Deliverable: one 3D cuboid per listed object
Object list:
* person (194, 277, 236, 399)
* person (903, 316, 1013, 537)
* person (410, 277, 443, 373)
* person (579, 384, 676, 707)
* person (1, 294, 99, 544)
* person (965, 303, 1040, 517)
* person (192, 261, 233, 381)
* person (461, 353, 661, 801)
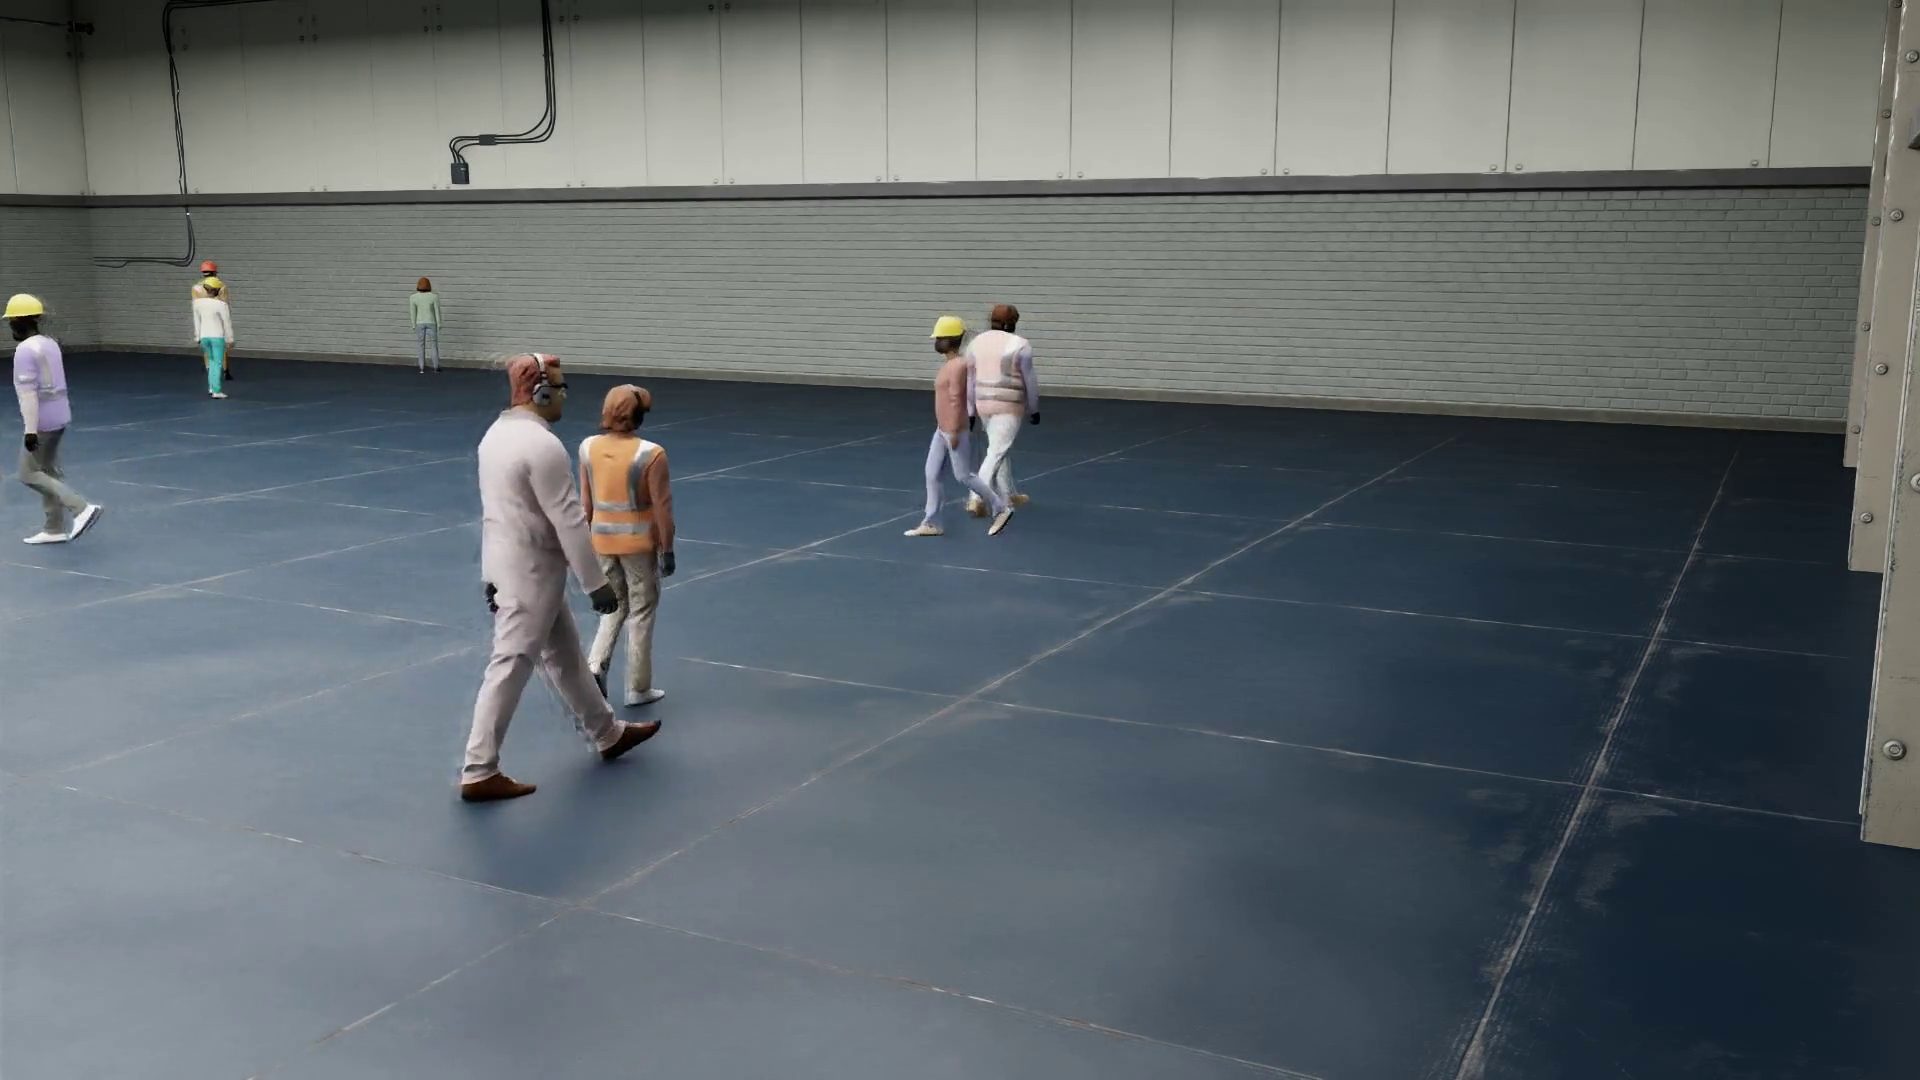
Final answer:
[{"bbox_3d":[-10.716,-2.921,24.025,0.555,1.750,0.488,3,11,14],"label":"person"},{"bbox_3d":[-0.001,-0.877,12.953,0.816,1.734,0.529,-2,11,-13],"label":"person"},{"bbox_3d":[-9.151,-3.681,28.522,0.499,1.634,0.279,-1,10,-7],"label":"person"},{"bbox_3d":[-1.652,0.041,8.250,0.533,1.623,0.398,5,11,23],"label":"person"},{"bbox_3d":[-6.915,-0.901,12.596,0.525,1.910,0.617,-2,11,-9],"label":"person"},{"bbox_3d":[0.324,-1.101,14.065,0.616,1.792,0.981,9,14,40],"label":"person"},{"bbox_3d":[-12.107,-3.540,26.939,0.548,1.934,0.374,-2,11,-13],"label":"person"},{"bbox_3d":[-1.722,0.146,7.063,0.993,1.857,0.665,-6,12,-29],"label":"person"}]
